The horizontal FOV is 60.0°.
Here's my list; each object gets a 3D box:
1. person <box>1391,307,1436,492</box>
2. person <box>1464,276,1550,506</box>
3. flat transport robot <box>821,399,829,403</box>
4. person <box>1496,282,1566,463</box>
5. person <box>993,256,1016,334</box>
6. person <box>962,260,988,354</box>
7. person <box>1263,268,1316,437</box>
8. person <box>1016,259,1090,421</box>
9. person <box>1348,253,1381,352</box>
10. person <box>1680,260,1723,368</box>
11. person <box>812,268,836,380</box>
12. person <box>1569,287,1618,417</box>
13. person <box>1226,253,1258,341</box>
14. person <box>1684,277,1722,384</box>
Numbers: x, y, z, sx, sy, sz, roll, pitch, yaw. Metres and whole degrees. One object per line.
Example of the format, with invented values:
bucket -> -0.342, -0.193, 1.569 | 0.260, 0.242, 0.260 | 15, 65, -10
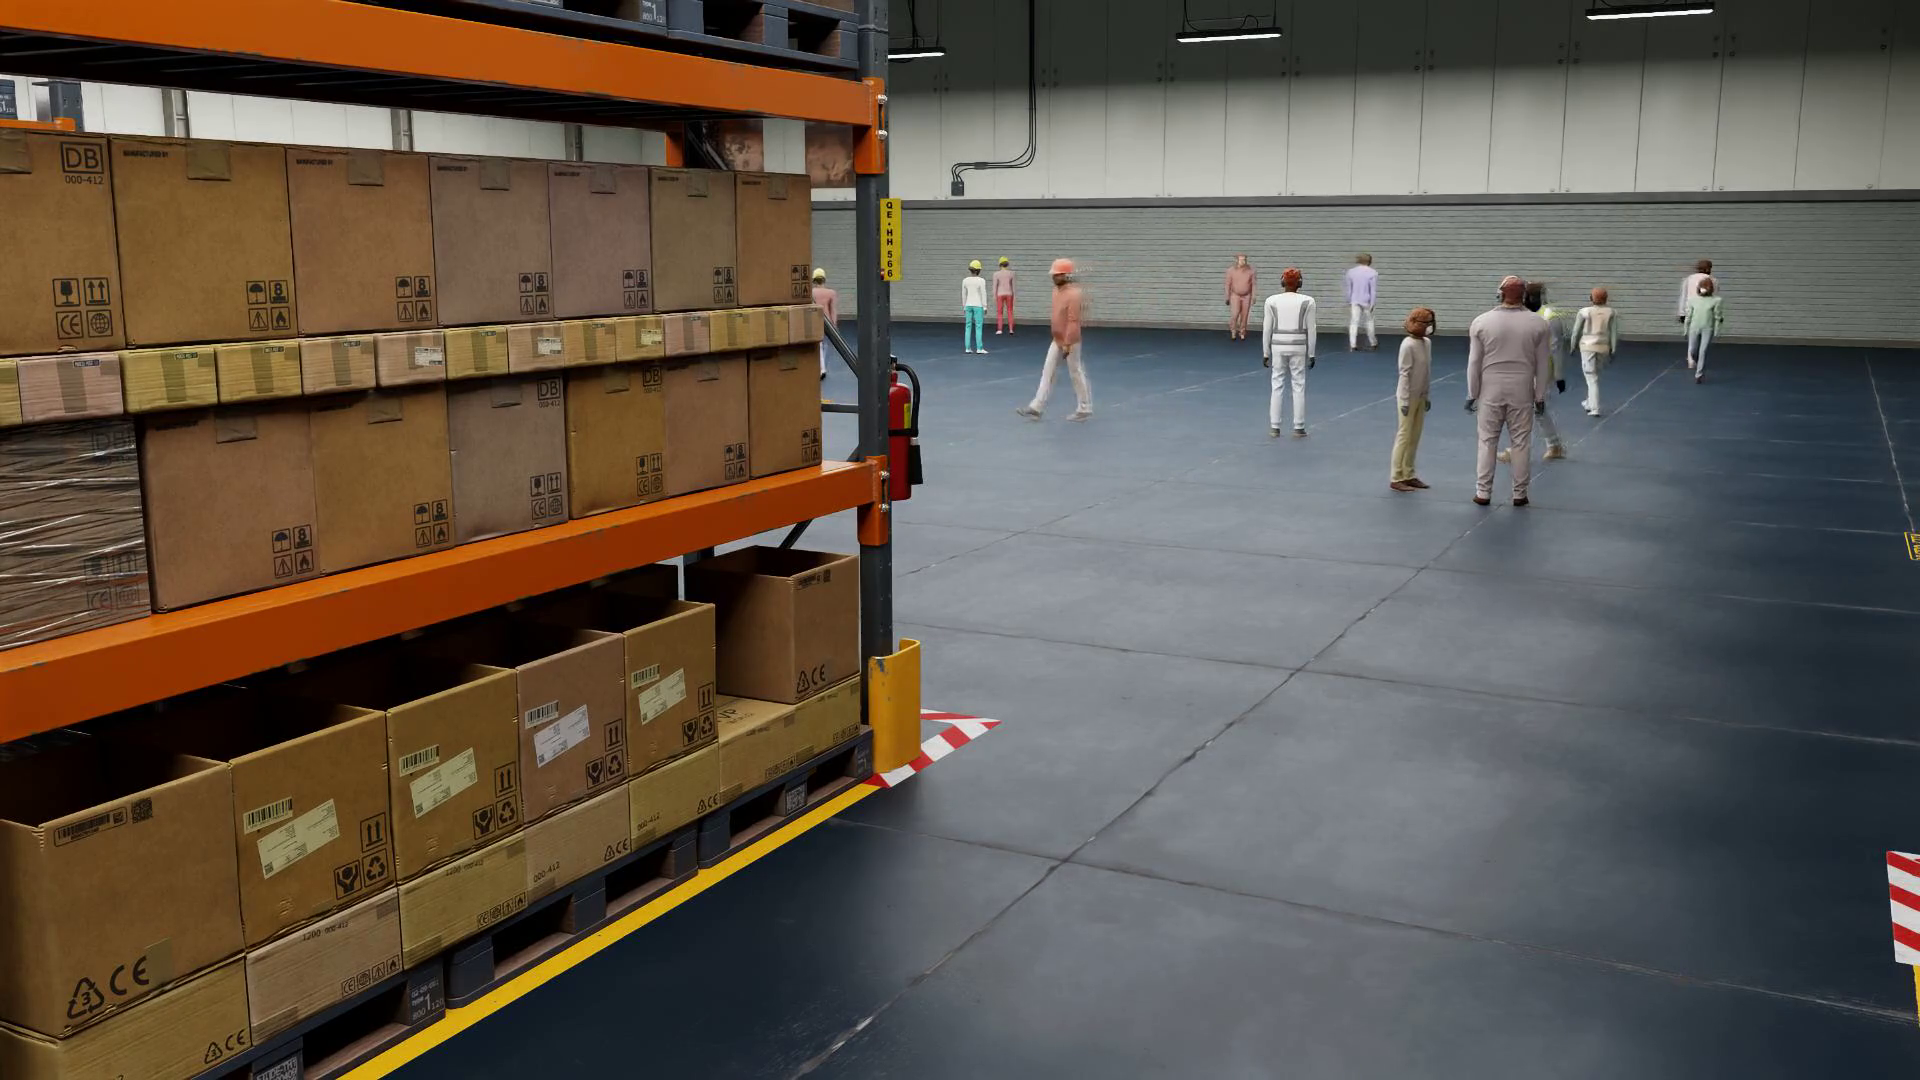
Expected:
person -> 3.993, -1.234, 14.621 | 0.290, 1.622, 0.506 | 8, 13, 39
person -> 4.531, -1.220, 13.806 | 0.671, 1.914, 0.436 | 2, 11, 13
flat transport robot -> -2.323, -1.749, 21.108 | 0.652, 0.197, 1.431 | 5, 12, 27
person -> 5.733, -1.655, 16.486 | 0.971, 1.792, 0.665 | -4, 11, -20
person -> 1.010, -5.546, 37.741 | 0.531, 1.768, 0.321 | -2, 11, -10
person -> 0.286, -4.410, 31.538 | 0.524, 1.770, 0.315 | 7, 12, 32
person -> 3.665, -2.082, 18.522 | 0.584, 1.882, 0.337 | 3, 11, 17
person -> 1.158, -2.385, 19.998 | 0.996, 1.944, 0.647 | -5, 12, -27
person -> 7.820, -4.583, 32.142 | 0.639, 1.890, 1.003 | 7, 13, 35
person -> 12.618, -3.828, 28.237 | 0.696, 1.822, 0.640 | -5, 12, -27
person -> -2.187, -3.370, 25.968 | 0.530, 1.732, 0.873 | -4, 11, -20
person -> 7.928, -2.358, 20.830 | 0.514, 1.591, 0.847 | 0, 10, -2
person -> 6.002, -5.164, 35.405 | 0.647, 1.863, 0.877 | 0, 10, 3
person -> 11.301, -3.190, 25.301 | 0.503, 1.614, 0.585 | 8, 13, 38
